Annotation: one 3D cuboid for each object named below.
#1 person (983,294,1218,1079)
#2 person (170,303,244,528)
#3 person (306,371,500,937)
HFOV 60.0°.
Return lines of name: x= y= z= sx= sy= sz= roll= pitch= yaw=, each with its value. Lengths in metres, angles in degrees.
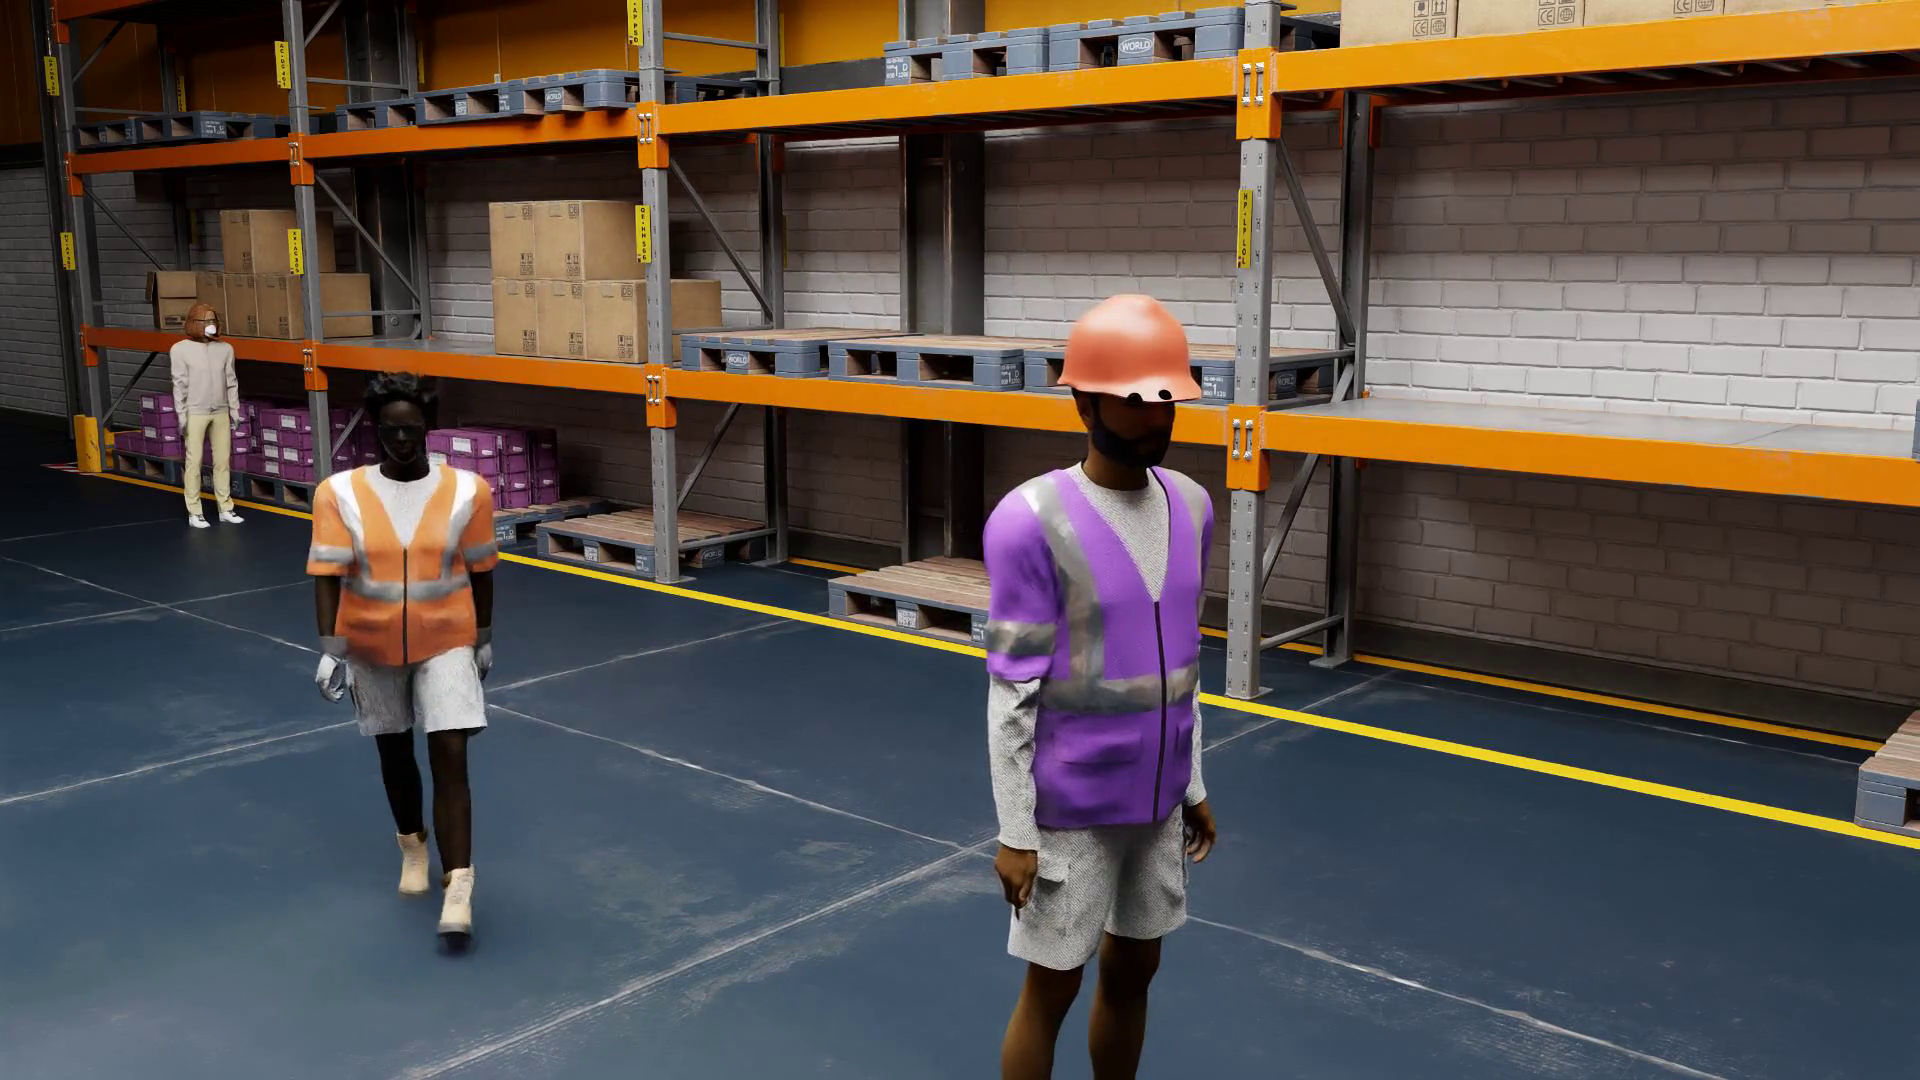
person: x=0.307 y=0.494 z=3.265 sx=0.552 sy=1.935 sz=0.373 roll=-8 pitch=12 yaw=-37
person: x=-5.480 y=-0.905 z=12.115 sx=0.277 sy=1.629 sz=0.497 roll=7 pitch=12 yaw=34
person: x=-1.629 y=0.342 z=4.914 sx=0.540 sy=1.657 sz=0.840 roll=-3 pitch=10 yaw=-15
